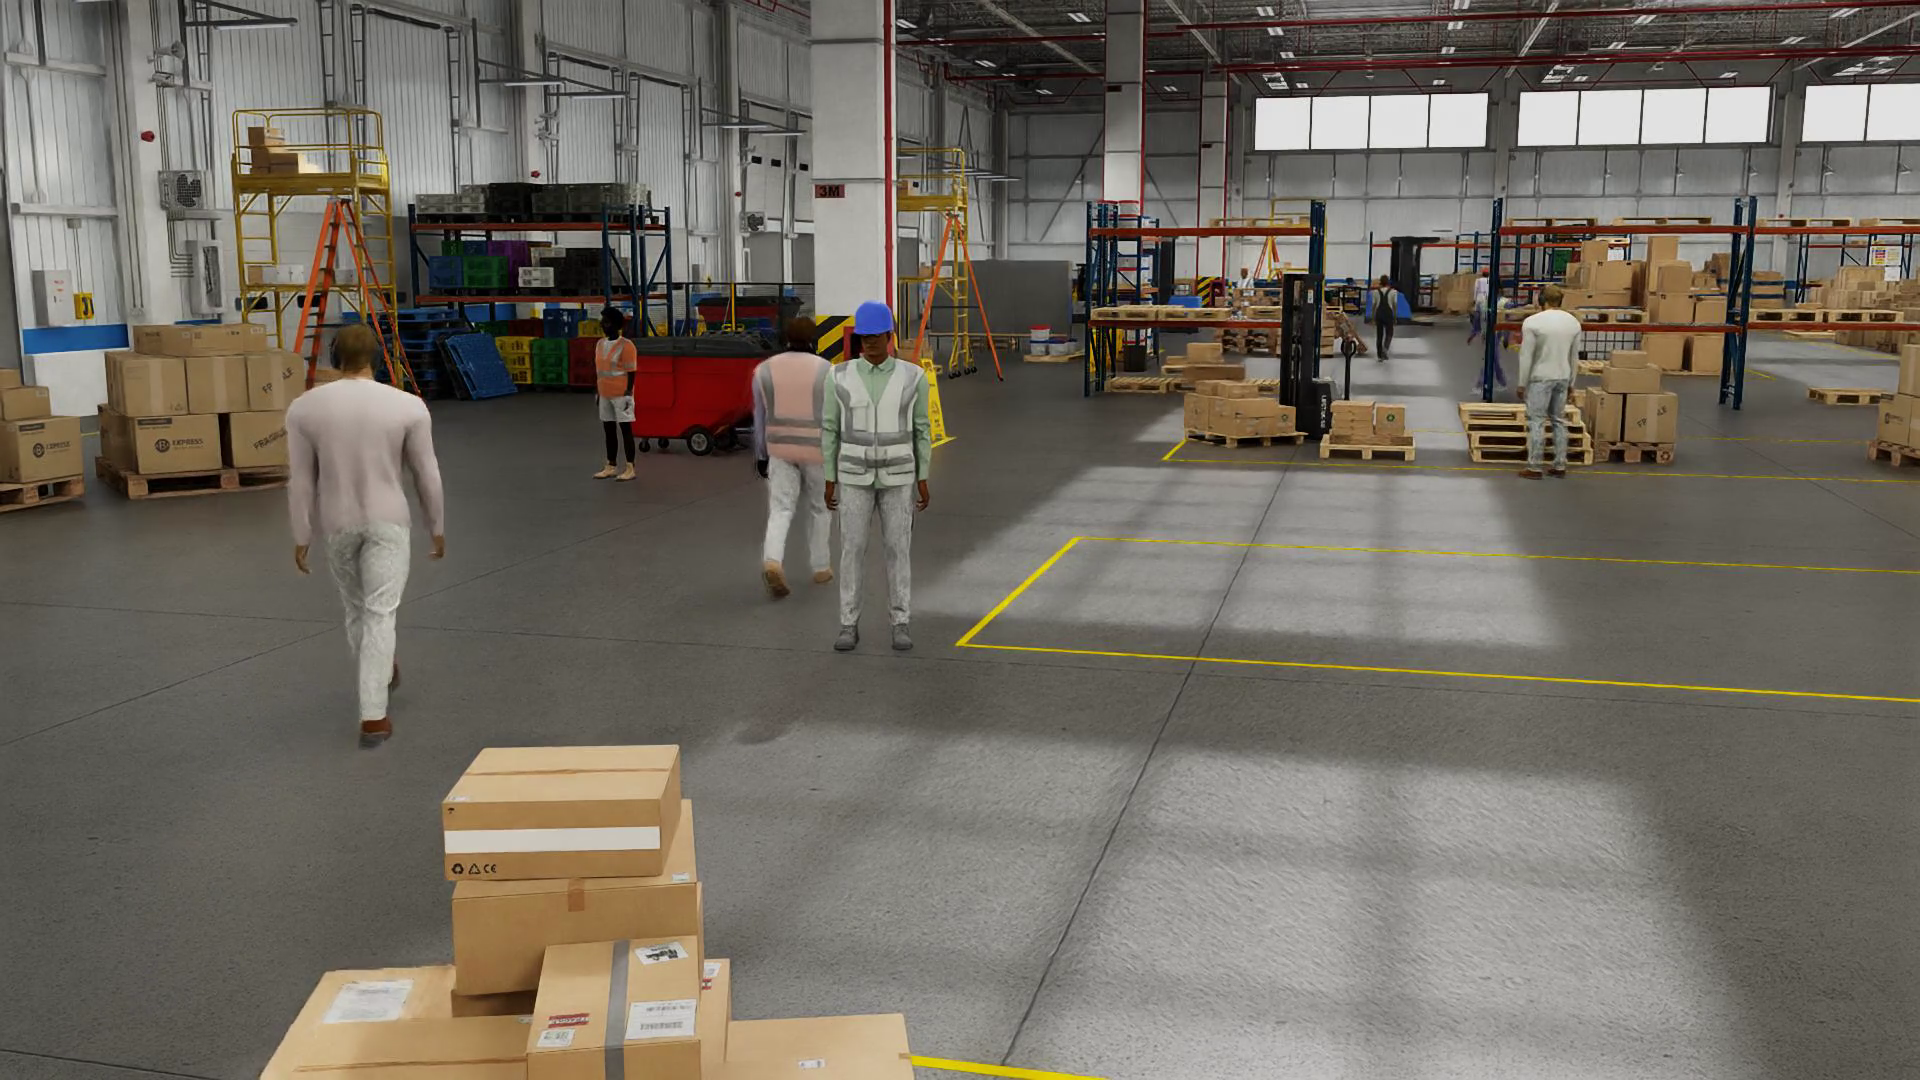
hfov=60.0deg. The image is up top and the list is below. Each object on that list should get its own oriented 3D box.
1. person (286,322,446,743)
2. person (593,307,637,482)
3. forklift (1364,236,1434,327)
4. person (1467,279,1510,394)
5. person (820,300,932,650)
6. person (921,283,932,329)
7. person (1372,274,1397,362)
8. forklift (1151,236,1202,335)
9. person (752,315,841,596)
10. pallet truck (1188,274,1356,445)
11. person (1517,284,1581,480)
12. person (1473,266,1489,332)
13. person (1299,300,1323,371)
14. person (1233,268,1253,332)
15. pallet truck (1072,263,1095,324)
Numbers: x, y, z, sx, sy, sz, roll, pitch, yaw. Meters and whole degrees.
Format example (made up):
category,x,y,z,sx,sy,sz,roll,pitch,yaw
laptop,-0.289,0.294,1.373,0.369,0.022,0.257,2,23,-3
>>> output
category,x,y,z,sx,sy,sz,roll,pitch,yaw
person,-2.731,-0.062,7.713,0.655,1.879,1.054,-1,10,-6
person,-3.370,-1.417,16.231,0.533,1.697,0.318,7,12,35
forklift,13.753,-8.085,52.009,1.873,2.768,1.129,-2,10,-14
person,8.555,-3.283,26.726,1.008,1.873,0.606,-5,11,-28
person,-0.463,-0.349,9.202,0.615,1.945,0.404,0,10,-1
person,-0.909,-7.352,50.499,0.544,1.929,0.386,-5,11,-29
person,8.878,-4.636,34.792,0.540,1.826,0.401,4,10,22
forklift,5.866,-7.214,46.878,1.873,2.768,1.129,2,10,14
person,-1.063,-0.551,10.806,0.632,1.814,0.863,2,10,11
pallet truck,3.653,-2.138,19.590,1.885,1.965,0.823,-4,10,-20
person,5.800,-1.554,16.395,0.641,1.926,0.394,-3,10,-18
person,15.202,-6.974,48.281,0.586,1.919,0.423,2,10,11
person,6.759,-4.099,31.918,0.485,1.738,0.322,-3,10,-19
person,8.366,-7.052,48.955,0.619,1.867,0.699,8,12,38
pallet truck,4.325,-8.180,55.162,0.823,1.965,1.885,6,11,31
